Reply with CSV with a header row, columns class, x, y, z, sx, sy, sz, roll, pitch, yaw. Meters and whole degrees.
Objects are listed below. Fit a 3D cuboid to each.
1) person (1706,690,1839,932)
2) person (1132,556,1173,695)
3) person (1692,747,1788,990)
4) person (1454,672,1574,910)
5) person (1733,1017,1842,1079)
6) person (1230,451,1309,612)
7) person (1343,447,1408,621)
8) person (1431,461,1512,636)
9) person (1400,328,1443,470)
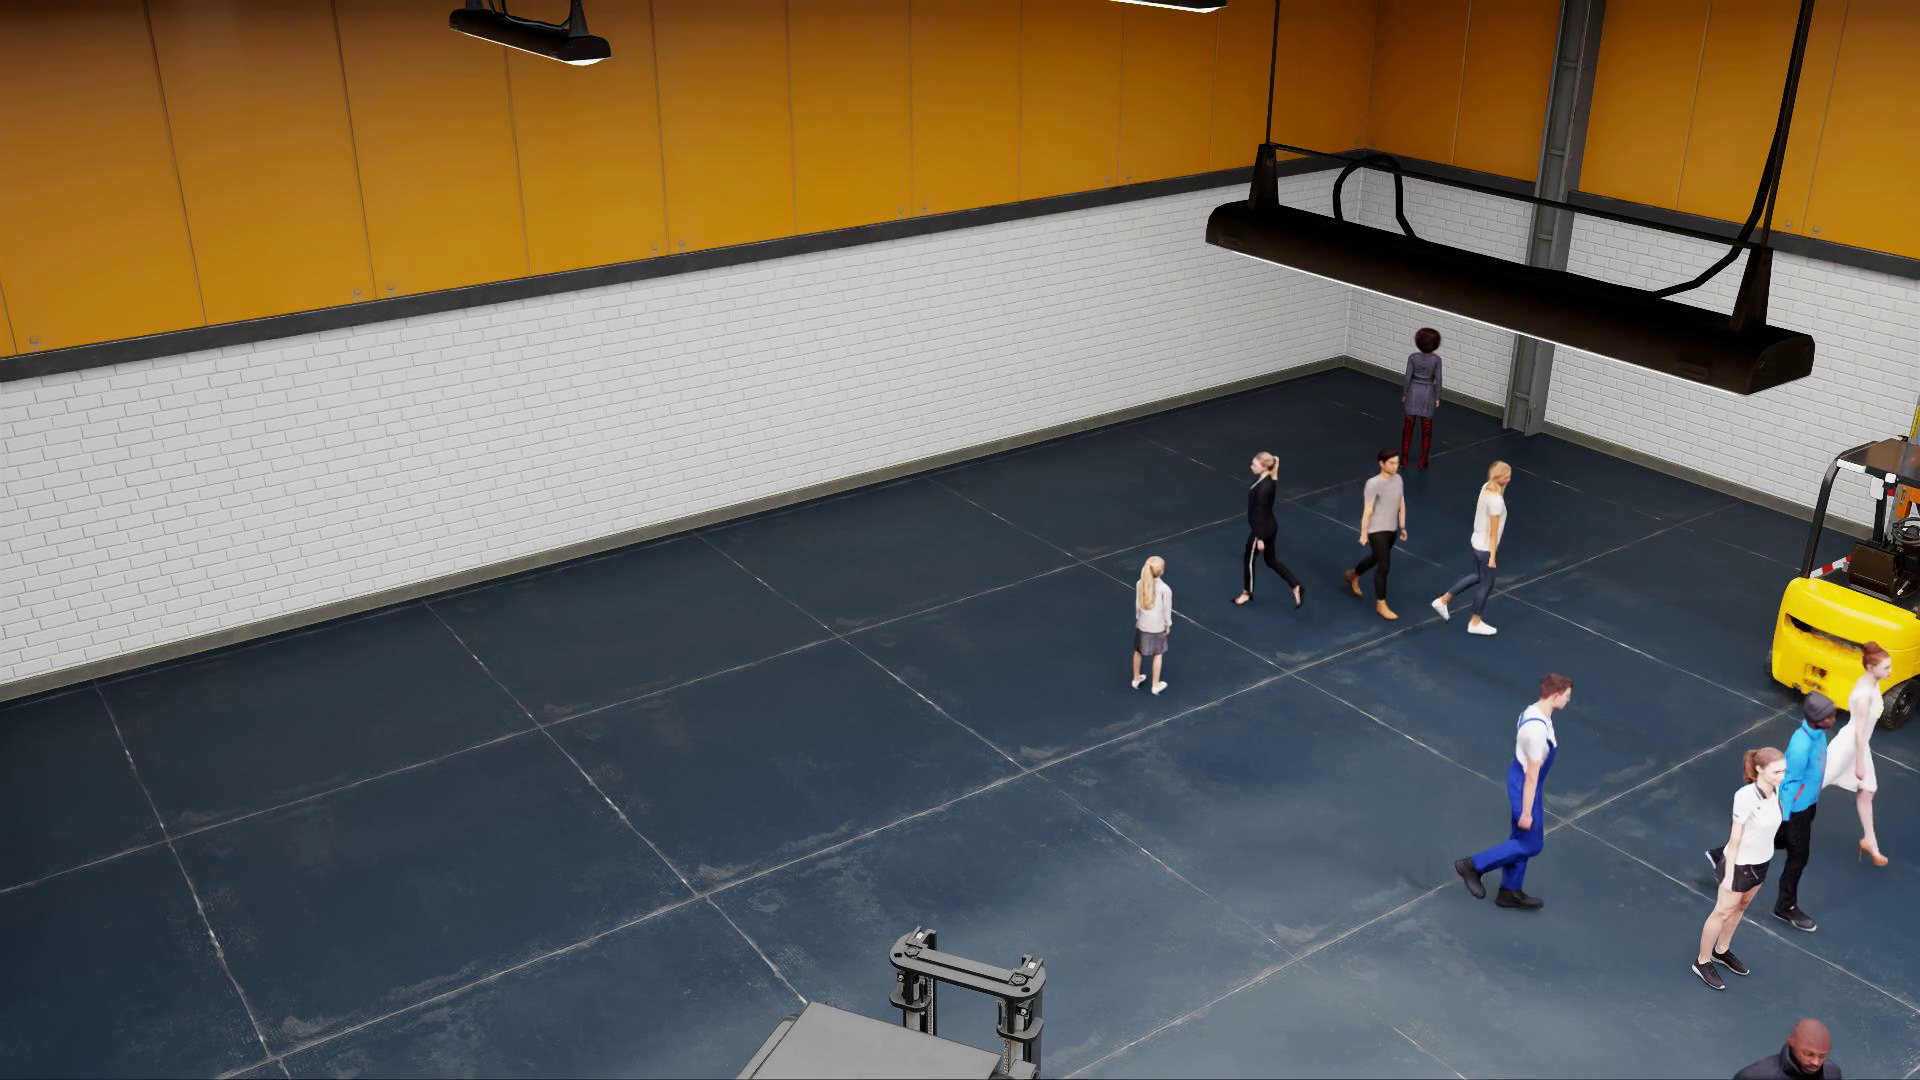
class,x,y,z,sx,sy,sz,roll,pitch,yaw
person,5.733,1.824,11.634,1.119,1.771,0.825,17,29,34
person,1.697,0.735,14.744,0.537,1.273,0.627,16,28,33
person,5.168,2.131,10.958,0.571,1.750,0.522,-15,28,-30
person,3.884,1.766,11.702,1.043,1.823,0.967,9,25,20
person,4.139,3.168,8.495,0.850,1.822,0.834,-4,24,-9
person,3.015,-0.047,16.039,1.119,1.670,0.949,11,26,23
person,4.054,-0.133,16.208,0.592,1.693,1.049,-16,28,-32
person,4.825,0.086,15.591,0.949,1.785,0.916,0,24,1
person,5.464,-1.680,19.724,0.642,1.710,0.734,8,25,18
